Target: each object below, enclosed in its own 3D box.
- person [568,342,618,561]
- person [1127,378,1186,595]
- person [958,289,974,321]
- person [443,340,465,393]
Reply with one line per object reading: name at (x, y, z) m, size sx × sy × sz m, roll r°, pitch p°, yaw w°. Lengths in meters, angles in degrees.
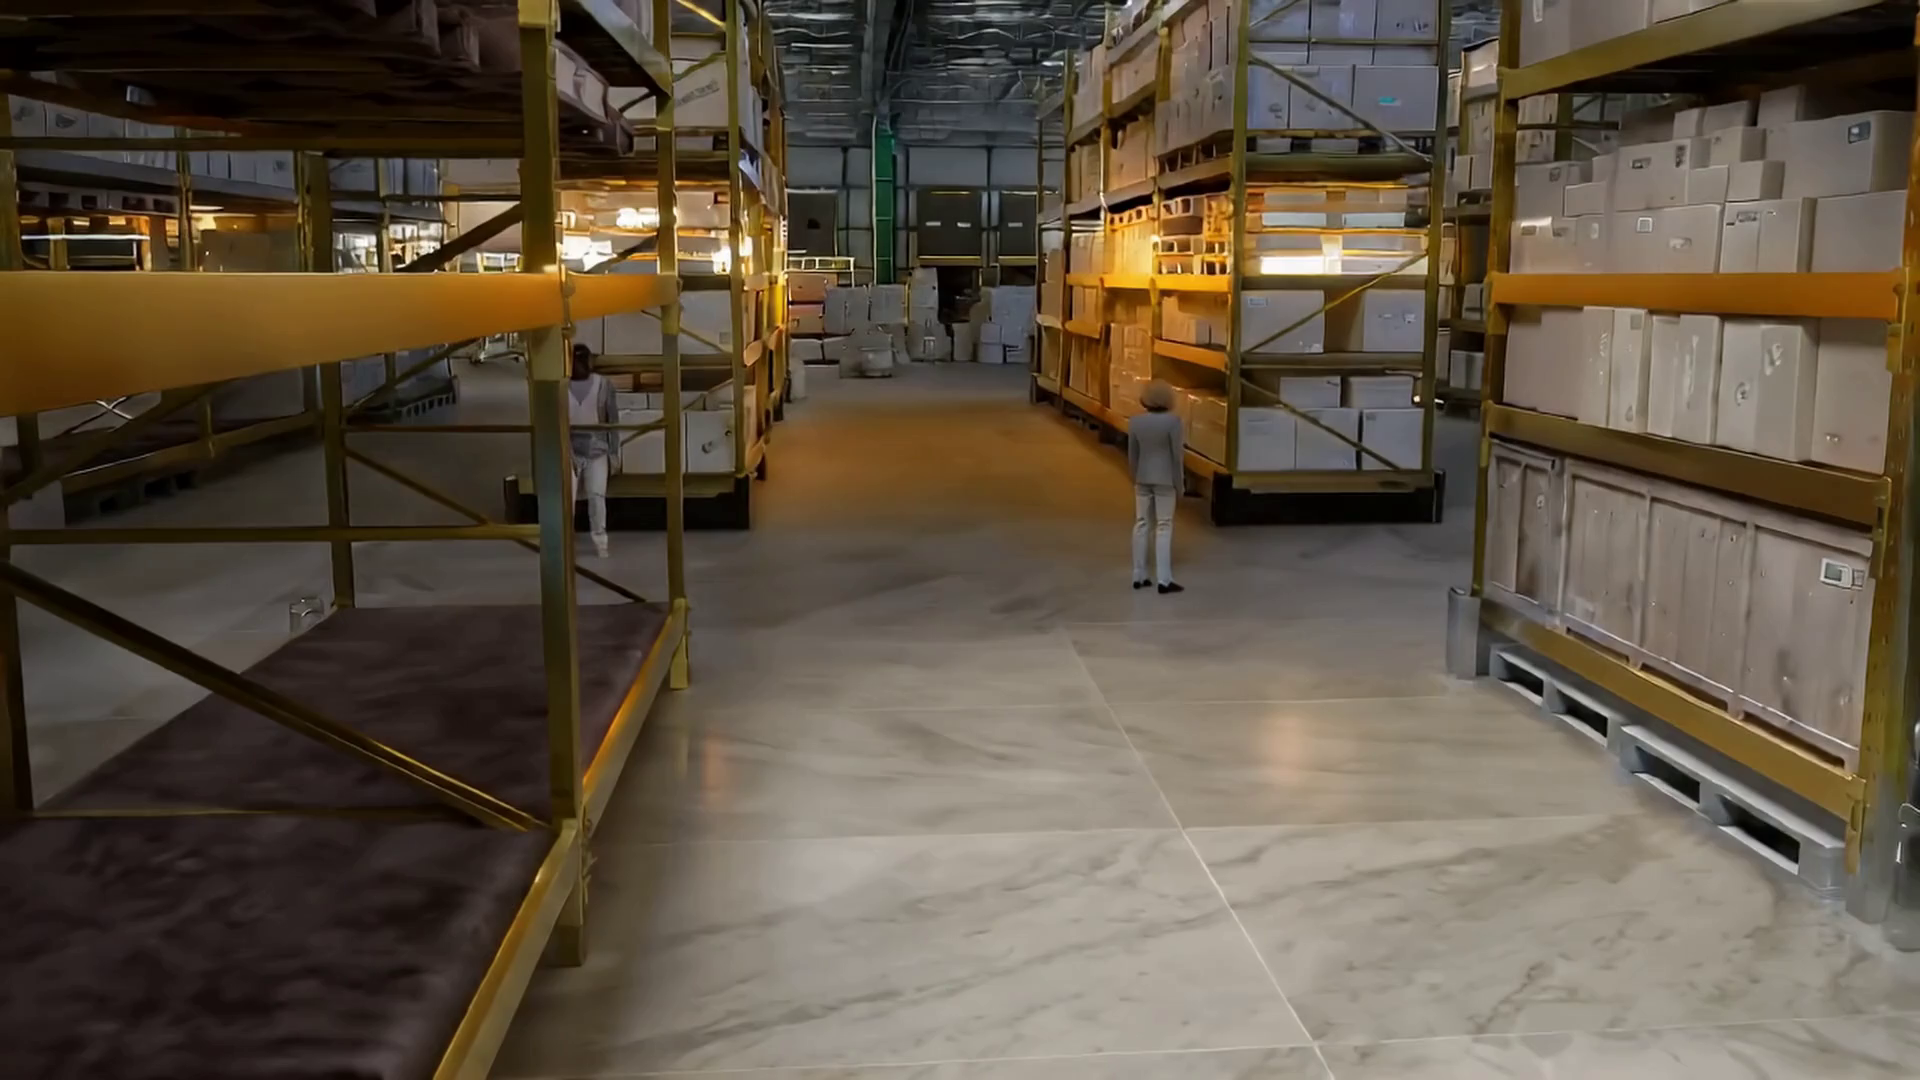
person at (-3.179, -0.730, 13.956) m, size 0.626 × 1.847 × 0.429 m, roll -3°, pitch 9°, yaw -15°
person at (1.487, -0.405, 12.563) m, size 0.499 × 1.636 × 0.286 m, roll 8°, pitch 12°, yaw 42°
person at (0.206, -7.667, 57.256) m, size 0.587 × 1.927 × 0.367 m, roll -1°, pitch 9°, yaw -4°
person at (-10.373, -3.846, 33.582) m, size 1.031 × 1.826 × 0.590 m, roll 6°, pitch 11°, yaw 31°
